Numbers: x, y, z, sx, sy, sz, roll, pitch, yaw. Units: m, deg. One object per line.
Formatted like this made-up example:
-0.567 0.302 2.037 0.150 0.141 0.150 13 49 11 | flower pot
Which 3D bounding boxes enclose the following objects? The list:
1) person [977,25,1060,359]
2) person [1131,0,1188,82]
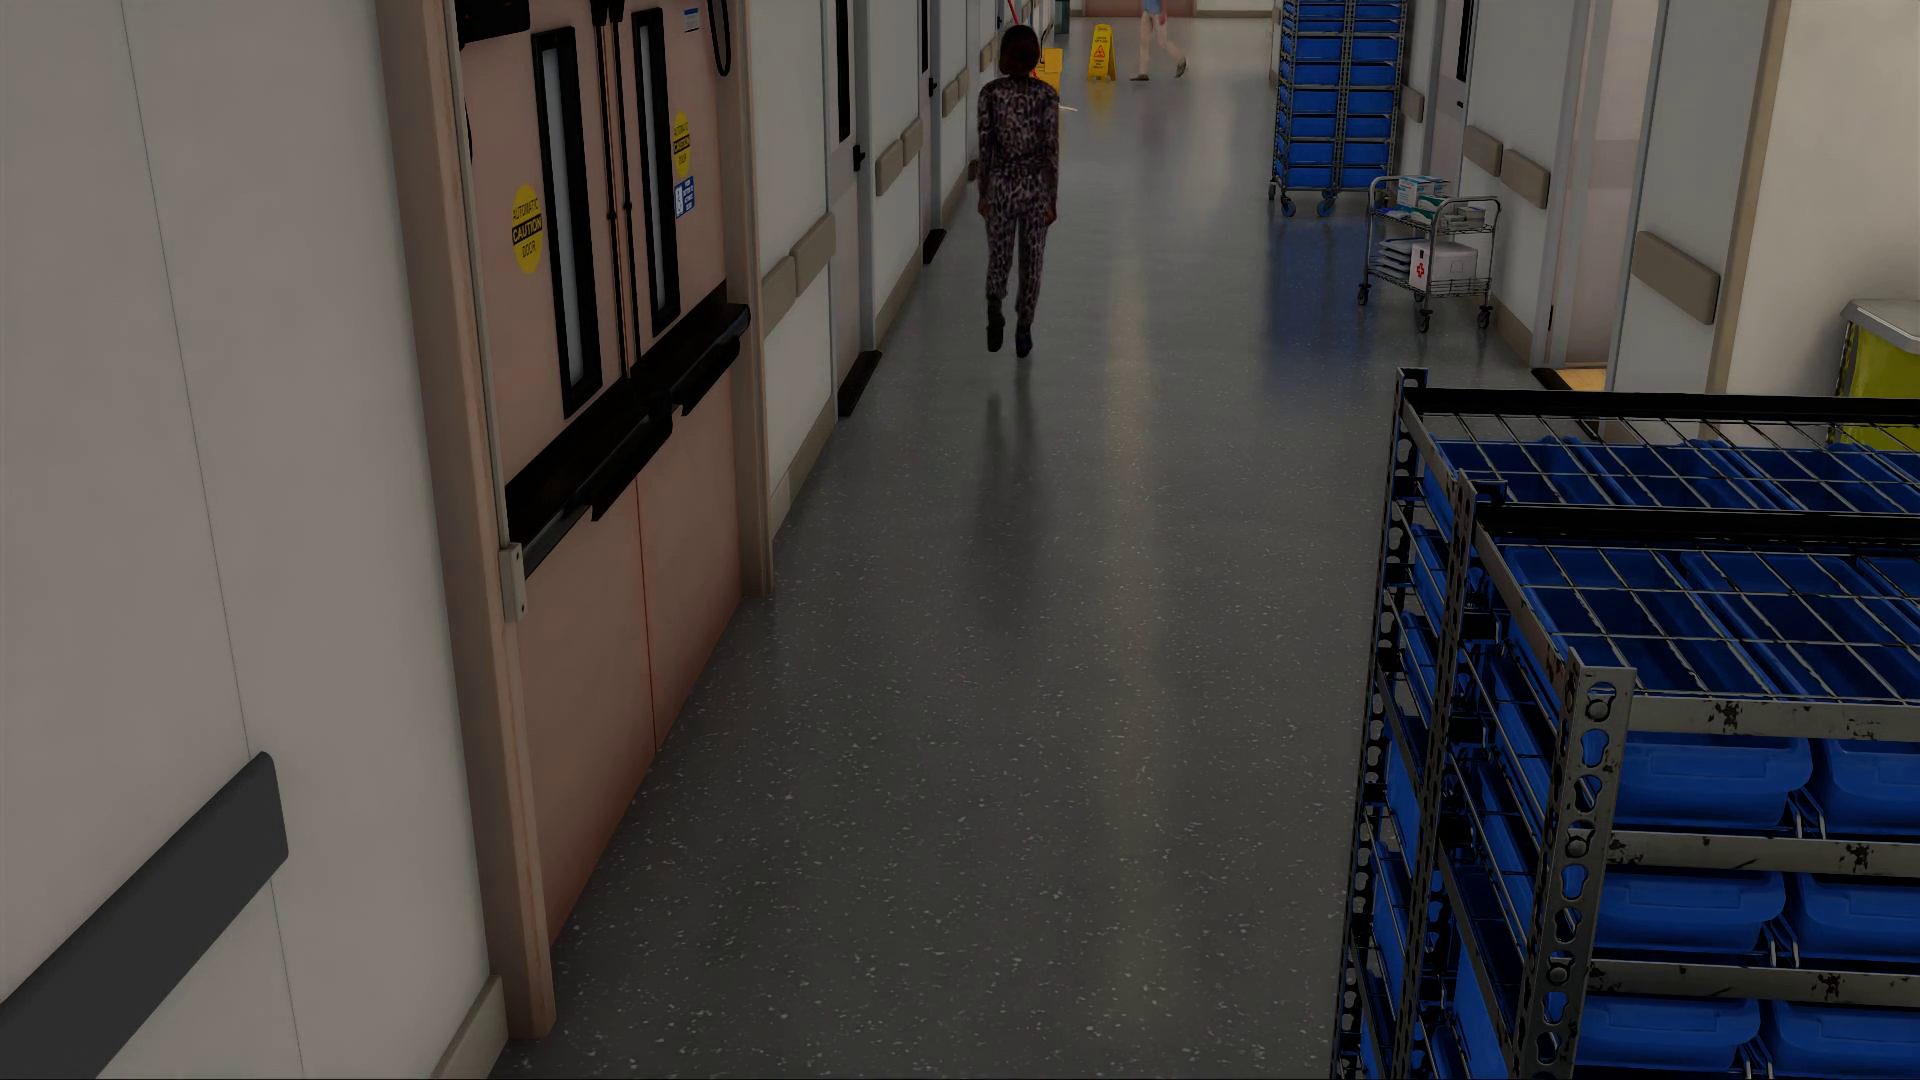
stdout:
0.290 -1.736 8.520 0.614 1.702 0.917 4 21 9 | person
2.776 -7.269 22.974 1.139 1.812 1.168 -14 25 -32 | person
